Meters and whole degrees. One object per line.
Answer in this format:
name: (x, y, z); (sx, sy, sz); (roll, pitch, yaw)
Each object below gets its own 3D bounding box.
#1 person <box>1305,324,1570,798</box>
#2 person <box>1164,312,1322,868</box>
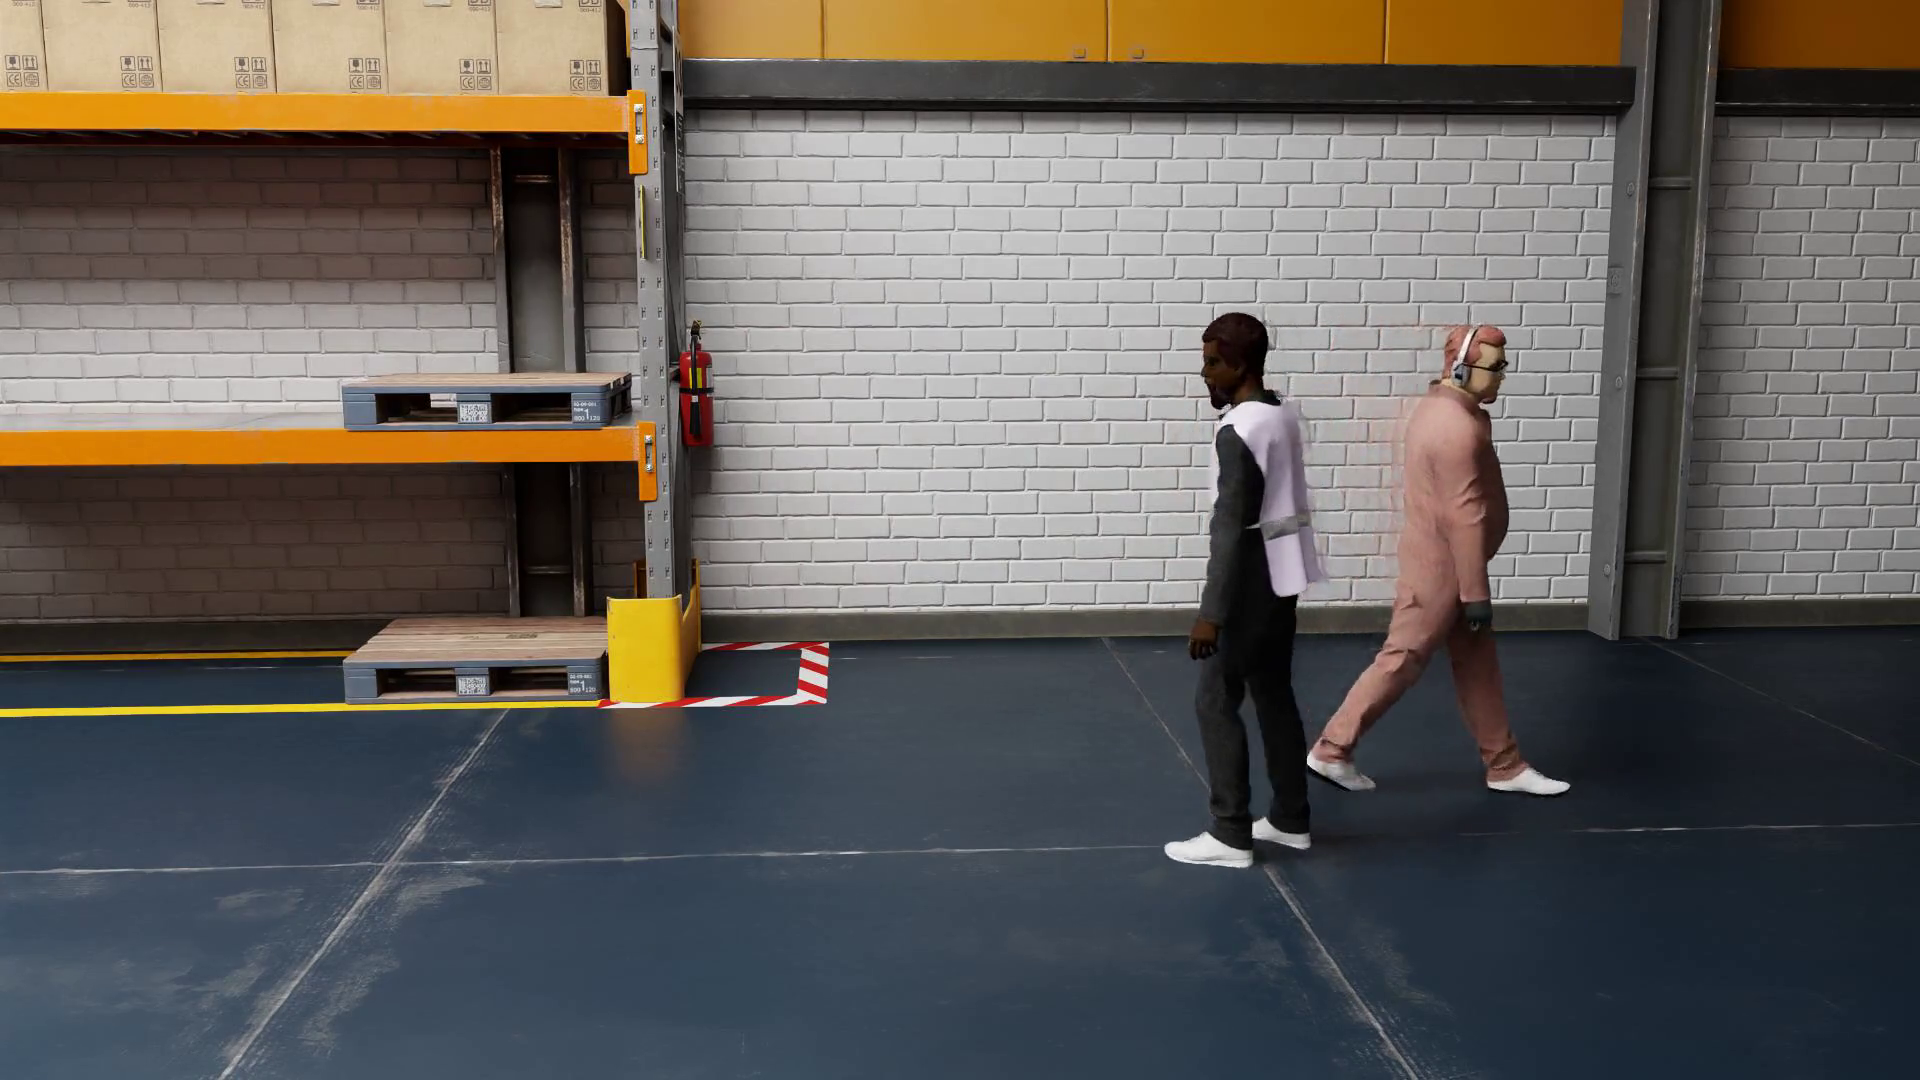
person: (1.815, 0.101, 6.347); (1.002, 1.852, 0.660); (2, 9, 11)
person: (0.968, 0.185, 5.707); (0.583, 1.896, 0.672); (4, 10, 24)
